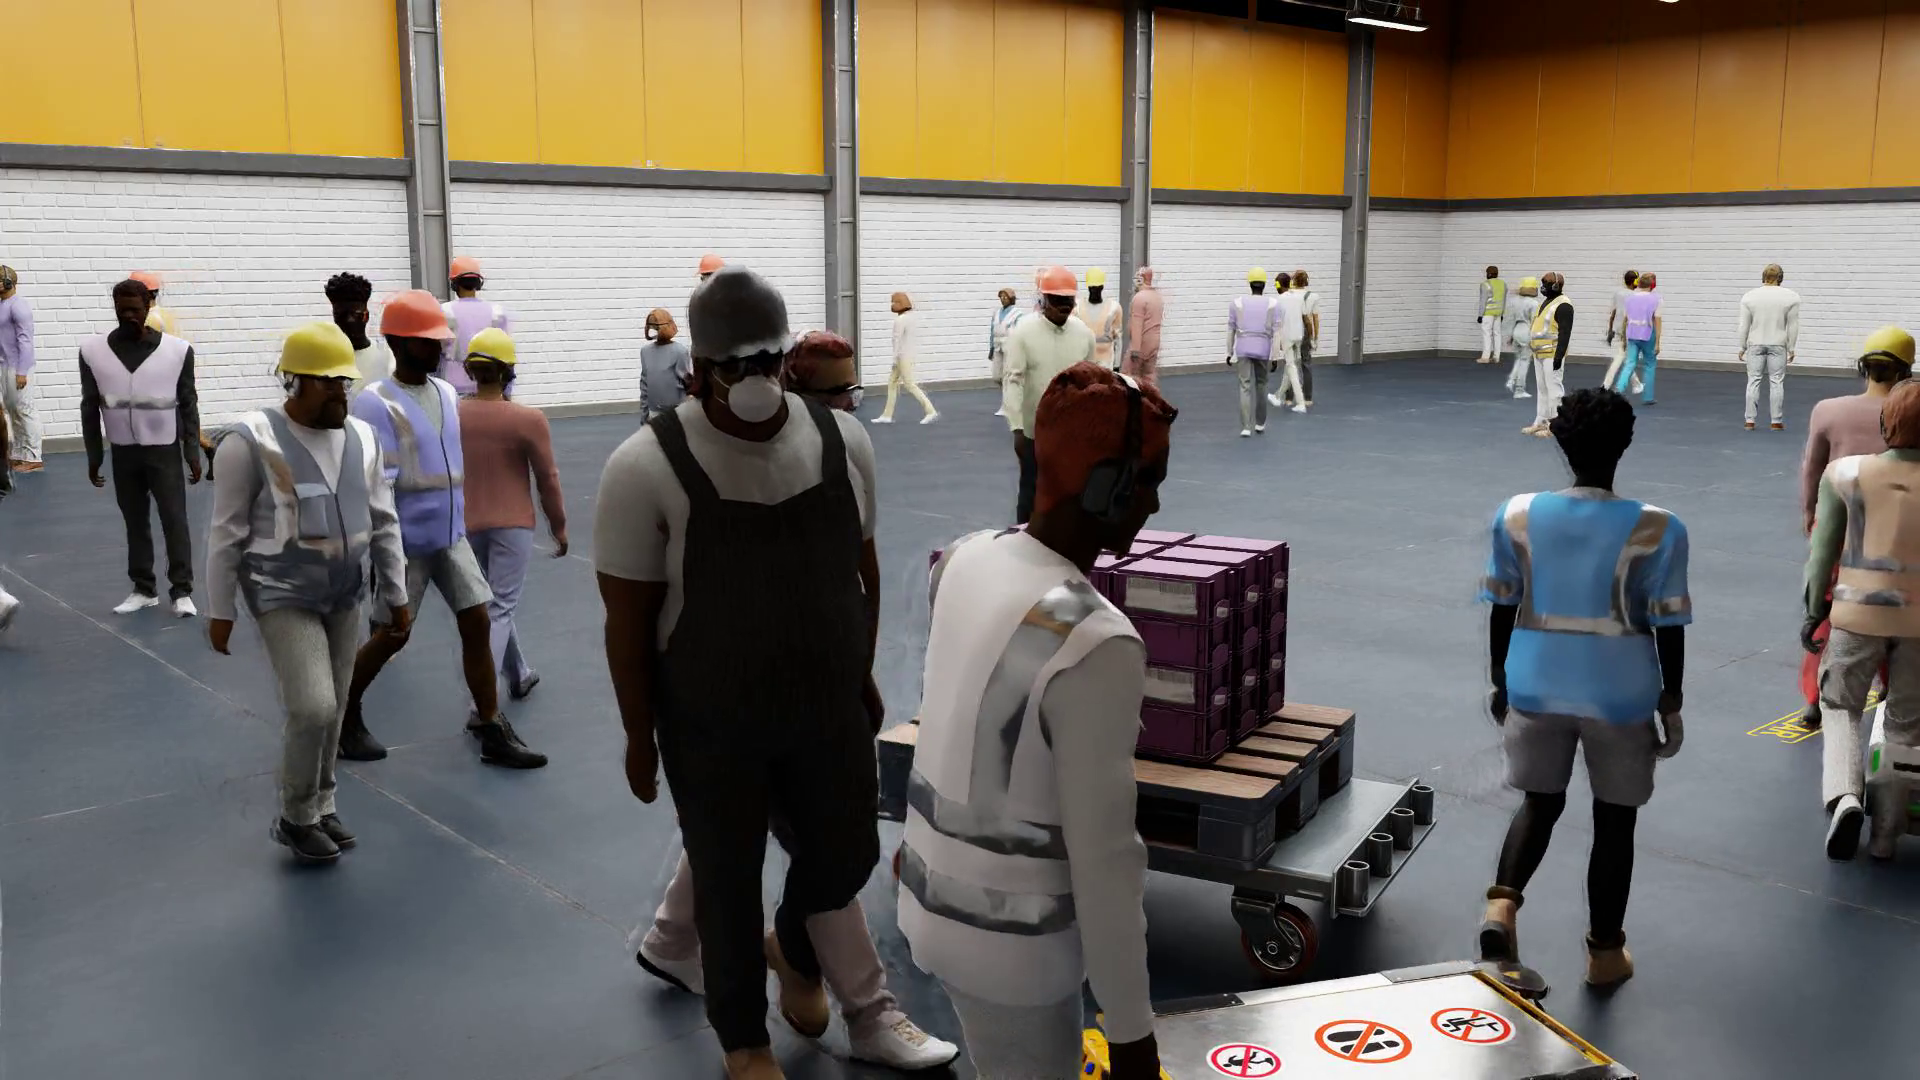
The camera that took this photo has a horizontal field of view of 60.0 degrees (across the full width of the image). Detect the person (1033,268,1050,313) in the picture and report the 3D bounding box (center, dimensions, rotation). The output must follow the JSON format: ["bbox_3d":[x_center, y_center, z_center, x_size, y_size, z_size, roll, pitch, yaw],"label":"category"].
[{"bbox_3d":[1.060,-2.191,19.193,0.590,1.892,0.664,-4,11,-24],"label":"person"}]

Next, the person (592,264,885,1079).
[{"bbox_3d":[-0.486,0.344,3.924,0.722,2.000,0.575,-5,11,-26],"label":"person"}]

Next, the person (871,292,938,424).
[{"bbox_3d":[-0.648,-2.191,20.056,0.823,1.601,0.508,1,10,6],"label":"person"}]

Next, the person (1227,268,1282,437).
[{"bbox_3d":[3.328,-2.124,18.842,0.599,1.881,0.957,2,10,9],"label":"person"}]

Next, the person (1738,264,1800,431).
[{"bbox_3d":[9.356,-2.226,19.288,0.629,1.934,0.376,5,11,28],"label":"person"}]

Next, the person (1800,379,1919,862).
[{"bbox_3d":[3.038,0.291,5.433,0.530,1.624,0.504,5,11,28],"label":"person"}]

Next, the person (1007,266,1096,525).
[{"bbox_3d":[0.586,-0.682,10.173,0.629,1.948,0.963,-3,10,-16],"label":"person"}]

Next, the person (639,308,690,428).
[{"bbox_3d":[-2.286,-0.984,12.924,0.497,1.626,0.288,6,11,32],"label":"person"}]

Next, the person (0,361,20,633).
[{"bbox_3d":[-5.129,-0.359,8.609,0.545,1.846,0.555,4,10,22],"label":"person"}]

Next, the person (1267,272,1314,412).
[{"bbox_3d":[4.295,-2.595,21.832,0.590,1.799,0.976,-5,11,-25],"label":"person"}]

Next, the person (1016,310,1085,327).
[{"bbox_3d":[0.687,-1.131,12.941,0.564,1.909,0.603,0,10,-2],"label":"person"}]

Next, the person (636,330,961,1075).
[{"bbox_3d":[-0.483,0.397,4.252,1.006,1.870,0.657,4,10,21],"label":"person"}]

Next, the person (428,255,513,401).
[{"bbox_3d":[-3.847,-1.198,13.003,0.610,2.018,0.694,-7,12,-35],"label":"person"}]

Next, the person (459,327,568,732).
[{"bbox_3d":[-2.009,-0.062,7.256,0.545,1.715,0.926,1,10,8],"label":"person"}]

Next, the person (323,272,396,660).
[{"bbox_3d":[-2.906,-0.320,8.122,0.610,1.941,0.731,-5,11,-26],"label":"person"}]

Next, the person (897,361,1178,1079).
[{"bbox_3d":[0.068,0.648,2.665,0.522,1.860,0.626,-4,10,-20],"label":"person"}]

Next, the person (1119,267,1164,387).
[{"bbox_3d":[2.190,-2.337,20.068,0.445,1.887,0.669,7,12,34],"label":"person"}]

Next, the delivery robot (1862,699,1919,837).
[{"bbox_3d":[3.333,0.731,5.732,0.477,0.478,0.707,6,11,31],"label":"delivery robot"}]

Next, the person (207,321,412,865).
[{"bbox_3d":[-2.134,0.183,5.529,0.536,1.806,0.630,6,11,31],"label":"person"}]

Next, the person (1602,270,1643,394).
[{"bbox_3d":[9.752,-3.013,24.257,1.006,1.806,0.540,-4,10,-22],"label":"person"}]

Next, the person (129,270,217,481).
[{"bbox_3d":[-6.981,-1.421,14.668,0.848,1.911,0.551,-1,10,-9],"label":"person"}]

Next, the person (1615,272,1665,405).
[{"bbox_3d":[9.169,-2.703,22.436,0.862,1.816,0.579,-9,13,-41],"label":"person"}]

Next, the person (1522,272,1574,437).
[{"bbox_3d":[6.616,-2.080,18.697,0.429,1.845,0.621,-1,10,-5],"label":"person"}]

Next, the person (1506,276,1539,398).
[{"bbox_3d":[8.094,-2.894,23.773,0.362,1.728,0.517,-4,11,-24],"label":"person"}]

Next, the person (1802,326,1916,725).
[{"bbox_3d":[3.971,-0.070,7.307,0.541,1.717,0.923,8,12,38],"label":"person"}]

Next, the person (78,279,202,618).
[{"bbox_3d":[-4.585,-0.498,9.333,0.598,1.891,0.602,-2,10,-12],"label":"person"}]

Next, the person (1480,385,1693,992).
[{"bbox_3d":[1.654,0.429,4.477,0.549,1.681,0.522,7,12,36],"label":"person"}]

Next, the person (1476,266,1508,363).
[{"bbox_3d":[10.073,-4.280,31.581,0.634,1.841,0.429,-5,11,-27],"label":"person"}]

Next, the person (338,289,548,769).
[{"bbox_3d":[-2.146,-0.033,6.553,0.939,1.901,0.551,4,11,24],"label":"person"}]

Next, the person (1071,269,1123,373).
[{"bbox_3d":[1.394,-1.908,17.578,0.610,1.882,0.976,2,10,13],"label":"person"}]

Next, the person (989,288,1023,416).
[{"bbox_3d":[0.618,-2.398,21.168,0.533,1.622,0.548,9,14,44],"label":"person"}]

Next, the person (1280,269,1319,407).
[{"bbox_3d":[4.556,-2.706,22.351,0.514,1.844,0.327,1,10,7],"label":"person"}]

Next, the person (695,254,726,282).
[{"bbox_3d":[-2.463,-1.849,16.761,0.372,2.044,0.608,-2,10,-12],"label":"person"}]

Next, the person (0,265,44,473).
[{"bbox_3d":[-8.861,-1.594,15.571,0.630,1.940,0.372,8,13,41],"label":"person"}]

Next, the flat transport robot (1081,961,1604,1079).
[{"bbox_3d":[0.849,1.249,3.802,1.431,0.197,0.652,-3,10,-17],"label":"flat transport robot"}]
